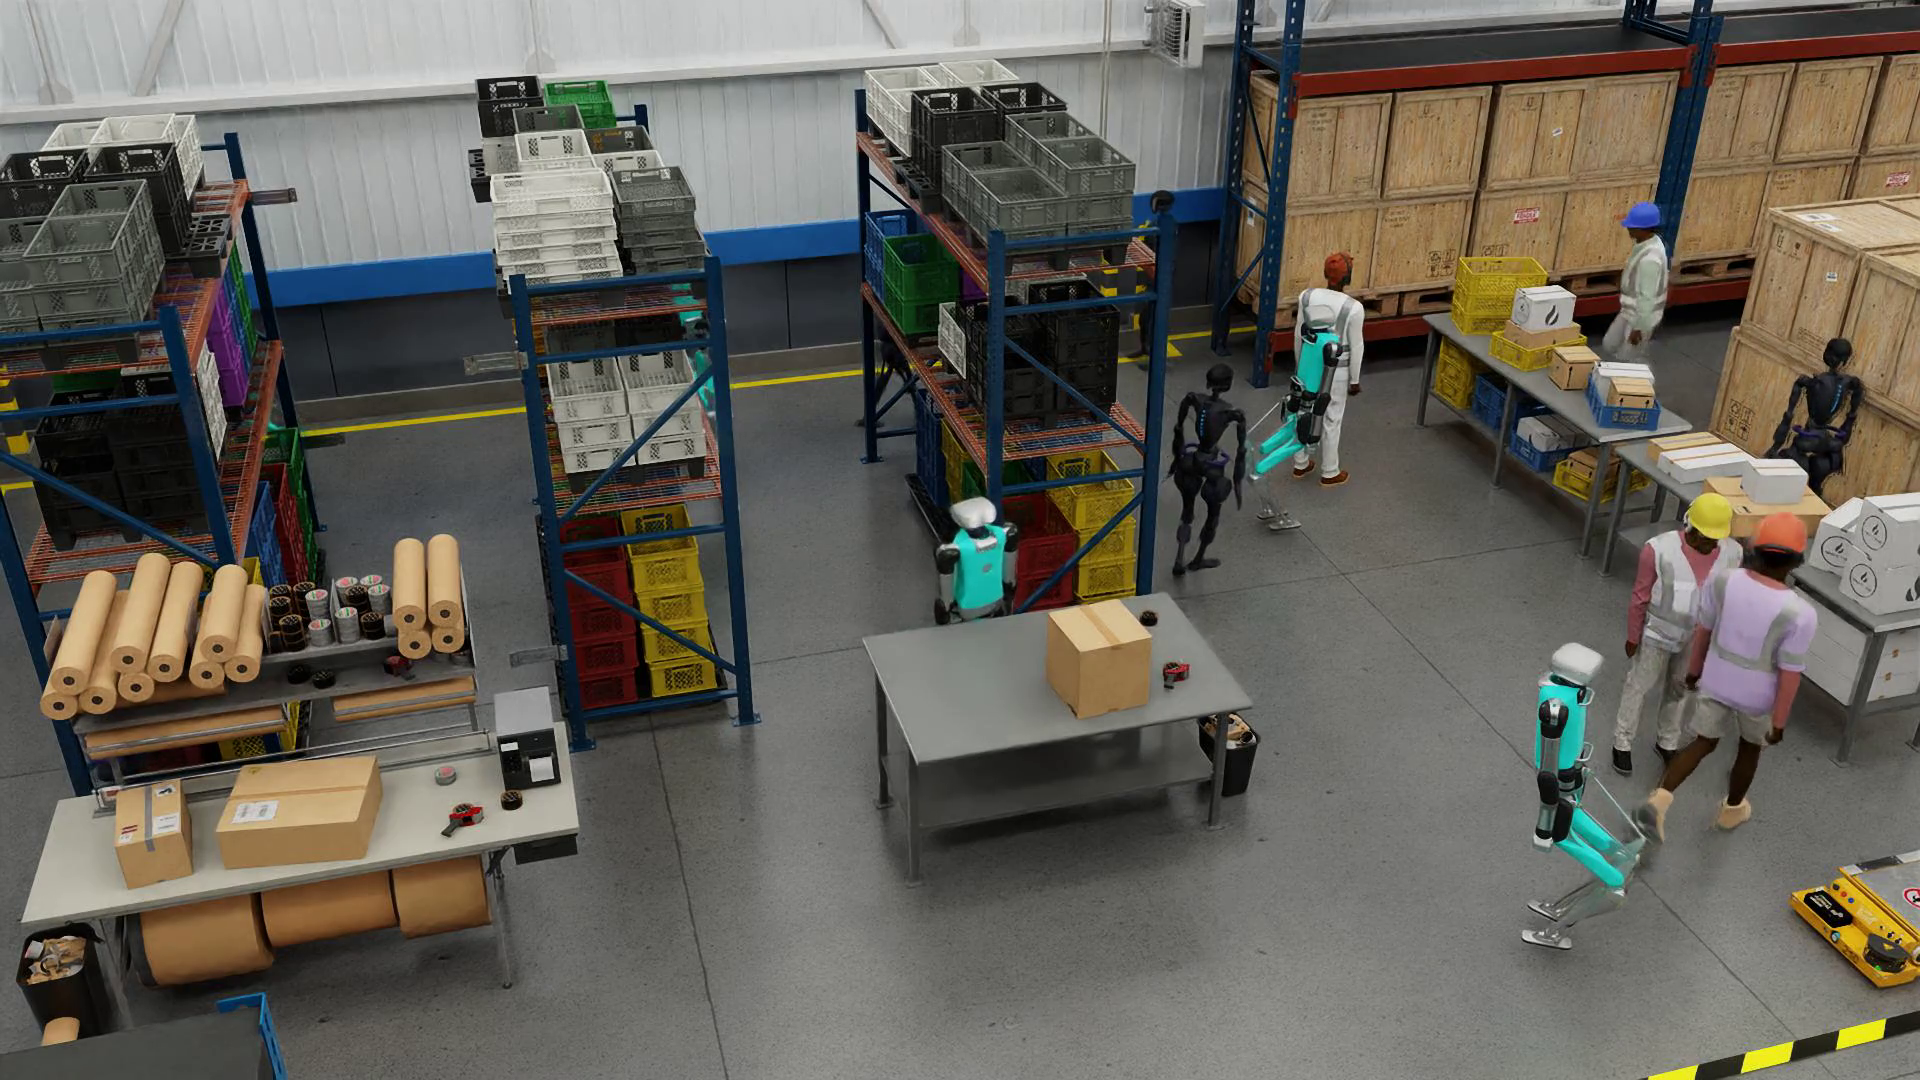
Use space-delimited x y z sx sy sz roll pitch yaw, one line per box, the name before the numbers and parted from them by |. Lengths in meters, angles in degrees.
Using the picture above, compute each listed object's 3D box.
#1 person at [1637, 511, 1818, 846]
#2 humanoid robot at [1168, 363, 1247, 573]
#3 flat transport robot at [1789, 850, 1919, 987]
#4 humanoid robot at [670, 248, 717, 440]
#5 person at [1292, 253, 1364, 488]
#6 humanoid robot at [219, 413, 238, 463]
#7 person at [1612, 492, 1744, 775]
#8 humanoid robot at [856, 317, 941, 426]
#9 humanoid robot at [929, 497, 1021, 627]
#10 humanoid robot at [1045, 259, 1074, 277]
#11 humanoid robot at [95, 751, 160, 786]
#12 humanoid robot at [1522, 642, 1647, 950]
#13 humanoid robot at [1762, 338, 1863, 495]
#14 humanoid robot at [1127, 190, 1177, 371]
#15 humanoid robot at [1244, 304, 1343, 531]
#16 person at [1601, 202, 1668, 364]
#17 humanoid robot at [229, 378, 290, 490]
person | 4.143 0.799 8.910 0.840 2.004 0.610 -22 35 -34
humanoid robot | 1.685 -0.474 11.583 0.611 1.636 0.490 21 35 33
flat transport robot | 5.163 1.916 8.676 1.431 0.231 0.659 -8 30 -14
humanoid robot | -2.037 -1.392 13.189 0.542 1.801 0.814 -24 37 -36
person | 2.843 -1.309 12.867 0.572 1.883 0.354 24 37 37
humanoid robot | -5.594 -0.930 12.388 0.366 1.644 0.600 -13 32 -23
person | 4.122 0.540 9.561 0.585 1.826 0.404 0 29 0
humanoid robot | -0.491 -1.681 13.805 0.778 1.624 0.609 -3 29 -5
humanoid robot | -0.056 0.461 9.858 0.567 1.823 0.921 -16 33 -27
humanoid robot | 0.465 -1.774 13.918 1.043 1.760 0.532 19 34 31
humanoid robot | -4.316 1.160 8.634 0.702 1.633 0.595 -14 32 -23
humanoid robot | 3.100 1.306 8.122 0.735 1.677 0.533 15 32 25
humanoid robot | 6.088 -0.628 11.856 0.610 1.639 0.555 -3 29 -5
humanoid robot | 1.727 -2.318 14.913 0.368 1.656 0.584 5 29 9
humanoid robot | 2.338 -0.872 12.119 0.738 1.692 0.535 -5 29 -10
person | 5.633 -1.899 13.906 0.502 1.916 0.624 7 29 12
humanoid robot | -5.287 -1.037 12.615 0.657 1.886 0.543 -8 30 -14
